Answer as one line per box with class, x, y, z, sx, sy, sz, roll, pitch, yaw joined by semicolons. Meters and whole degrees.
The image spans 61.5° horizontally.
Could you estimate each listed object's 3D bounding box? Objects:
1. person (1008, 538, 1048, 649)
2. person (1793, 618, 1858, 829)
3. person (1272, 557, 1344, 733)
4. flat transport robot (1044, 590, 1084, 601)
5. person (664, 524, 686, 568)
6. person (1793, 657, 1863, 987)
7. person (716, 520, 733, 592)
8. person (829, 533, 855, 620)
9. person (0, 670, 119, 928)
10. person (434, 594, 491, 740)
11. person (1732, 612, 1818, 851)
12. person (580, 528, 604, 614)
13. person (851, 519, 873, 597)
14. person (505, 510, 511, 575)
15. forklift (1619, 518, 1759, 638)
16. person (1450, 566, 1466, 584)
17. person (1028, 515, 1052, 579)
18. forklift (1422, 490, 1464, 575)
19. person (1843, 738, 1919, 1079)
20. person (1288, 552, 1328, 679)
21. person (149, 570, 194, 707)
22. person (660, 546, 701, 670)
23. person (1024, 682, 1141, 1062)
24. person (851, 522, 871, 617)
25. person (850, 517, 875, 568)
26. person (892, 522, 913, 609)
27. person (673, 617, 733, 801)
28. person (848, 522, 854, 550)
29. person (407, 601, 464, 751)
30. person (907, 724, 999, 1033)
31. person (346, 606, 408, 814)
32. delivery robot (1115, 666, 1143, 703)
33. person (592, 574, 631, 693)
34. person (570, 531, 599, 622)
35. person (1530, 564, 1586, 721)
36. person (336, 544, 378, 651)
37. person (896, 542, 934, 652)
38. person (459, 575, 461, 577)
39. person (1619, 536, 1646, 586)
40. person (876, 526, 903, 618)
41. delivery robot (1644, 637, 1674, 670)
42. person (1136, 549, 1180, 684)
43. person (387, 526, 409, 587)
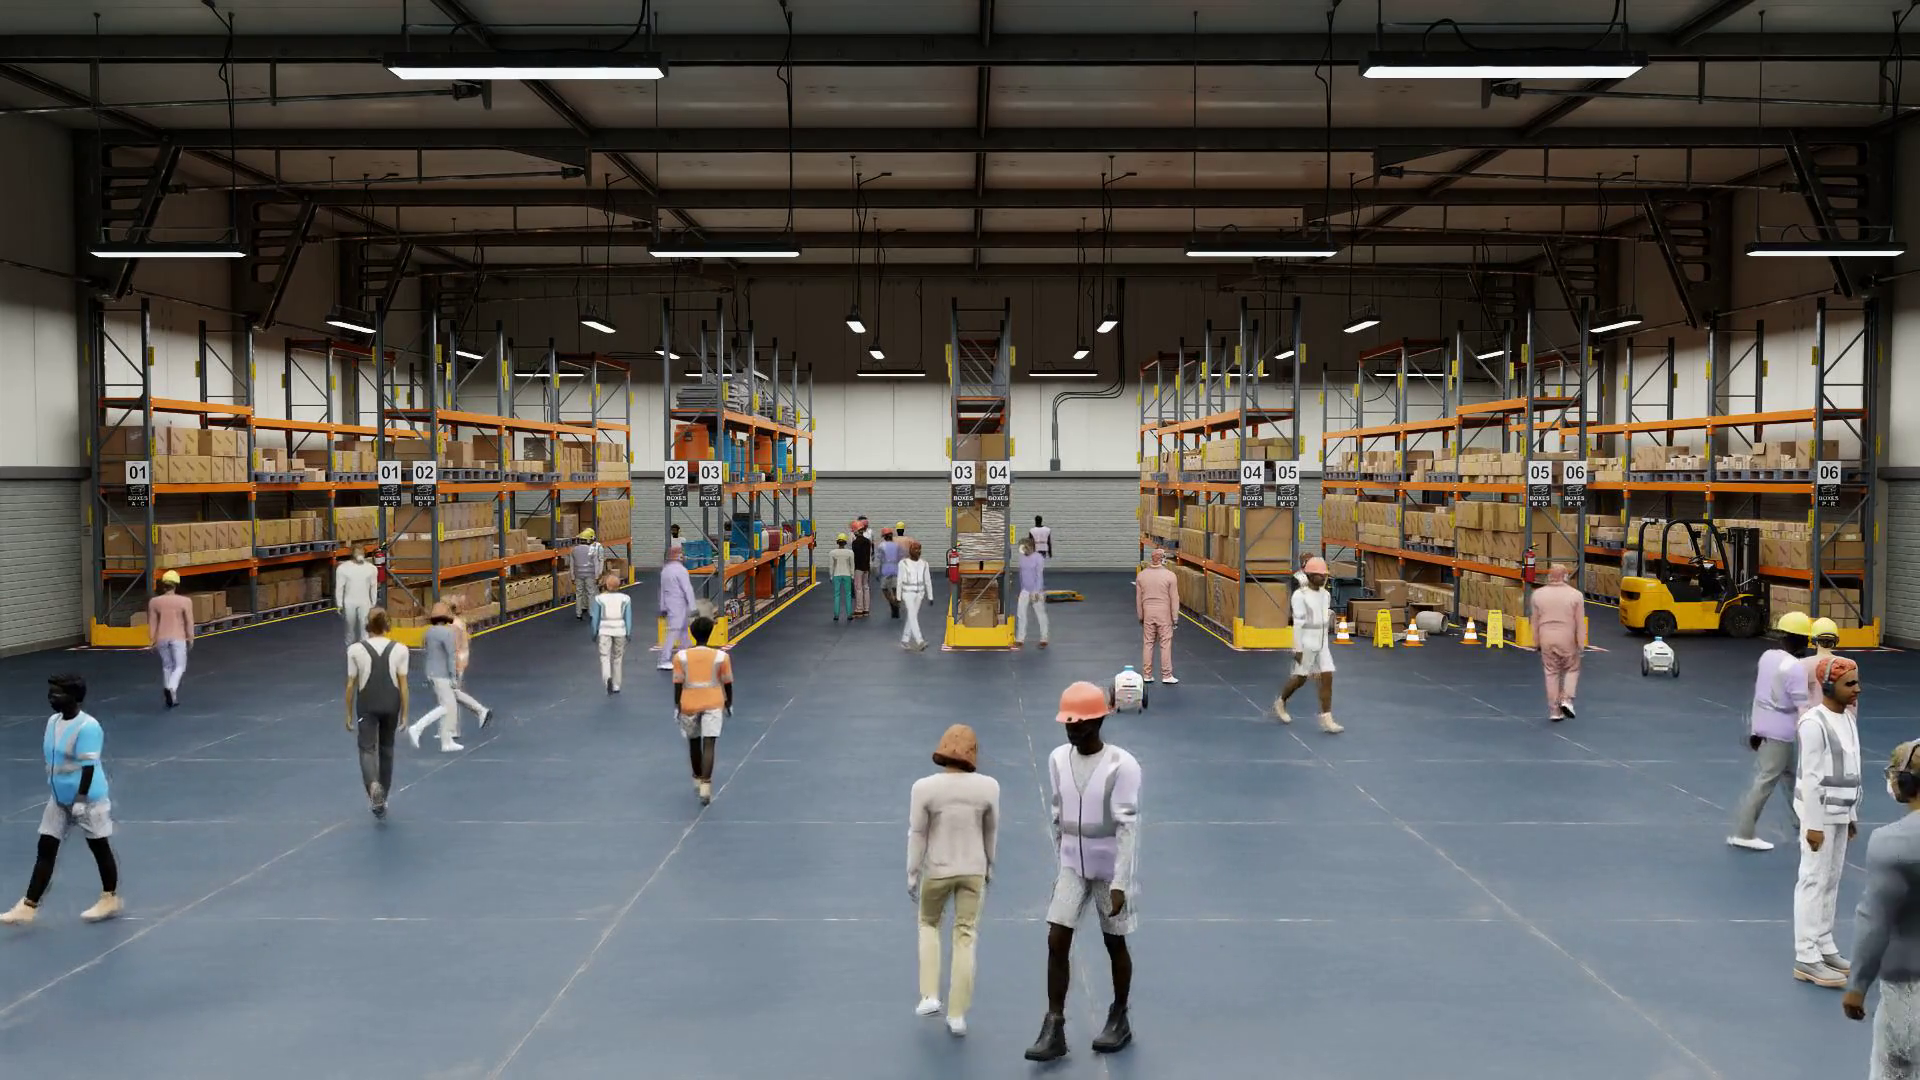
person;1.139;0.910;27.355;0.626;1.889;0.876;2;3;44
person;7.143;1.526;13.377;0.533;1.768;0.310;0;2;6
person;4.040;1.192;18.707;0.613;2.016;0.941;-2;3;-34
flat transport robot;2.161;1.307;37.972;1.431;0.197;0.652;-2;3;-33
person;-6.421;0.564;36.403;0.518;1.865;0.329;-1;2;-13
person;5.096;1.624;9.461;0.575;1.882;0.361;-2;3;-42
person;-5.897;0.399;40.923;0.644;1.831;0.509;0;2;4
person;-2.404;0.750;32.920;0.524;1.769;0.314;0;2;-2
person;-5.847;1.688;10.468;0.557;1.656;0.820;1;3;29
person;-5.588;1.409;18.055;0.516;1.620;0.524;0;2;-9
person;6.525;1.500;12.621;0.972;1.870;0.613;0;2;5
person;-7.871;0.662;34.309;0.596;1.832;0.404;0;2;12
person;-2.407;0.445;38.916;0.590;1.906;0.845;1;2;13
person;-12.858;0.130;45.674;0.387;1.996;0.611;0;2;3
forklift;13.417;0.684;29.791;2.313;2.155;1.214;0;2;0
person;11.779;0.505;38.471;0.540;1.823;0.971;0;2;-6
person;2.049;0.303;42.503;0.637;1.892;0.723;-1;2;-21
forklift;13.926;-0.371;47.846;1.873;2.768;1.129;0;2;0
person;3.883;1.741;6.467;0.645;1.896;1.004;-1;3;-27
person;5.018;1.092;23.374;0.621;1.845;0.429;-1;3;-26
person;-9.975;1.256;20.374;0.533;1.752;0.651;0;2;-7
person;-4.188;1.033;24.575;0.946;1.867;0.650;-1;3;-33
person;0.627;1.669;8.116;0.549;1.902;0.845;1;3;33
person;-2.099;0.611;33.701;0.392;1.986;0.610;1;3;29
person;-2.482;0.360;41.080;0.611;1.918;1.004;0;2;3
person;-1.312;0.561;35.685;0.585;1.927;0.366;0;2;0
person;-2.350;1.527;14.776;0.542;1.651;0.881;0;2;-4
person;-3.153;0.279;46.854;0.740;1.605;0.520;1;3;27
person;-5.561;1.453;17.110;0.588;1.607;0.508;-2;3;-45
person;-0.039;1.795;8.628;0.512;1.609;0.436;0;2;-10
person;-5.023;1.483;13.960;0.511;1.823;0.765;-1;3;-28
delivery robot;2.123;1.823;20.284;0.477;0.478;0.707;0;2;5
person;-4.679;1.267;21.726;0.524;1.621;0.628;-1;2;-15
person;-7.573;0.729;32.606;0.592;1.833;0.404;0;2;5
person;7.176;1.228;19.364;0.660;1.882;0.425;1;3;33
person;-9.347;1.008;25.044;0.644;1.892;1.019;-1;3;-29
person;-0.741;0.951;27.031;0.594;1.825;1.038;-1;3;-32
person;-10.967;0.650;34.607;0.588;1.832;0.403;1;2;13
person;13.504;0.793;32.427;0.488;1.724;0.504;-1;2;-14
person;-1.432;0.660;33.387;0.600;1.906;0.581;-1;2;-23
delivery robot;10.340;1.680;23.893;0.477;0.478;0.707;1;2;17
person;2.823;1.079;22.886;0.650;1.907;0.409;1;3;31
person;-12.524;0.539;36.100;0.551;1.935;0.375;0;2;-2
